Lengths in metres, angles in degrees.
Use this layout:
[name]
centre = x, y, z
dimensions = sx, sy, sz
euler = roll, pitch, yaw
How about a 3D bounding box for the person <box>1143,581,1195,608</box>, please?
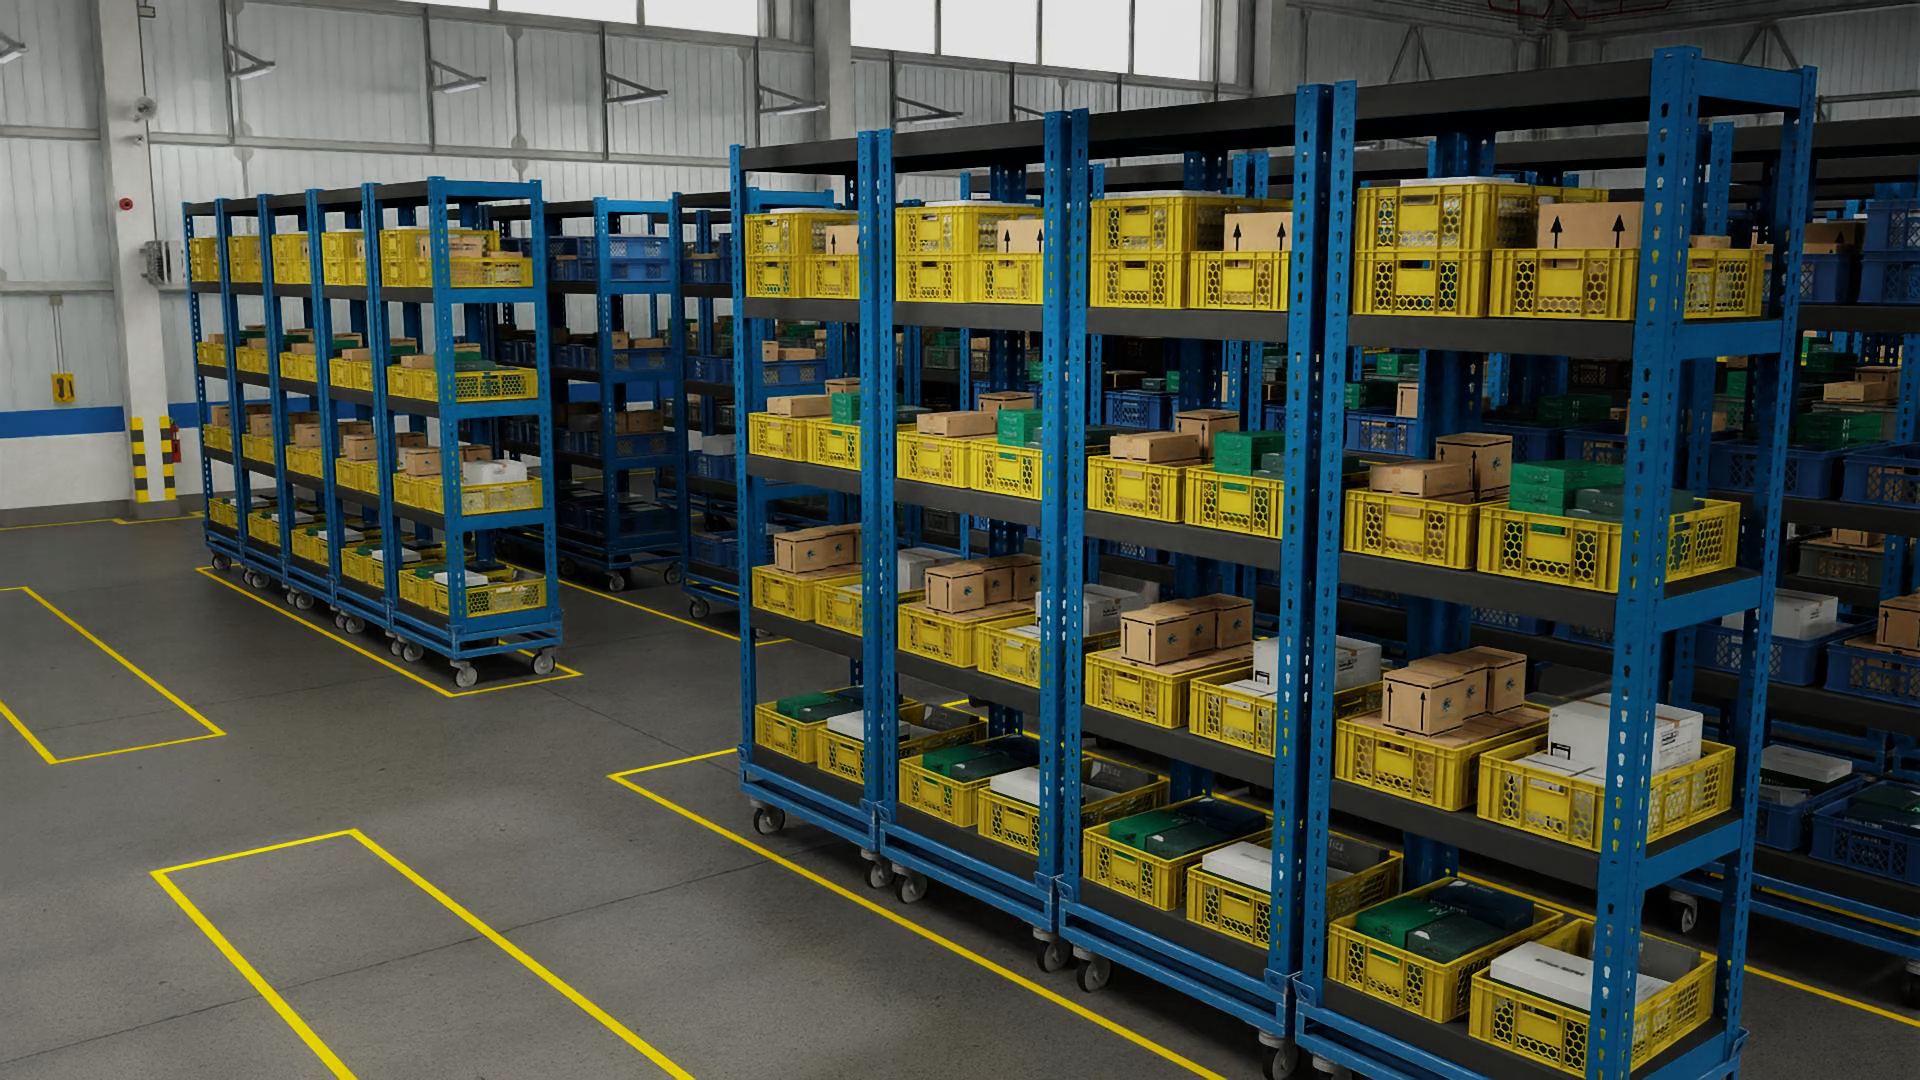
[person]
centre = 1.770, -0.137, 13.303
dimensions = 1.011, 1.913, 0.671
euler = -9, 13, -43
